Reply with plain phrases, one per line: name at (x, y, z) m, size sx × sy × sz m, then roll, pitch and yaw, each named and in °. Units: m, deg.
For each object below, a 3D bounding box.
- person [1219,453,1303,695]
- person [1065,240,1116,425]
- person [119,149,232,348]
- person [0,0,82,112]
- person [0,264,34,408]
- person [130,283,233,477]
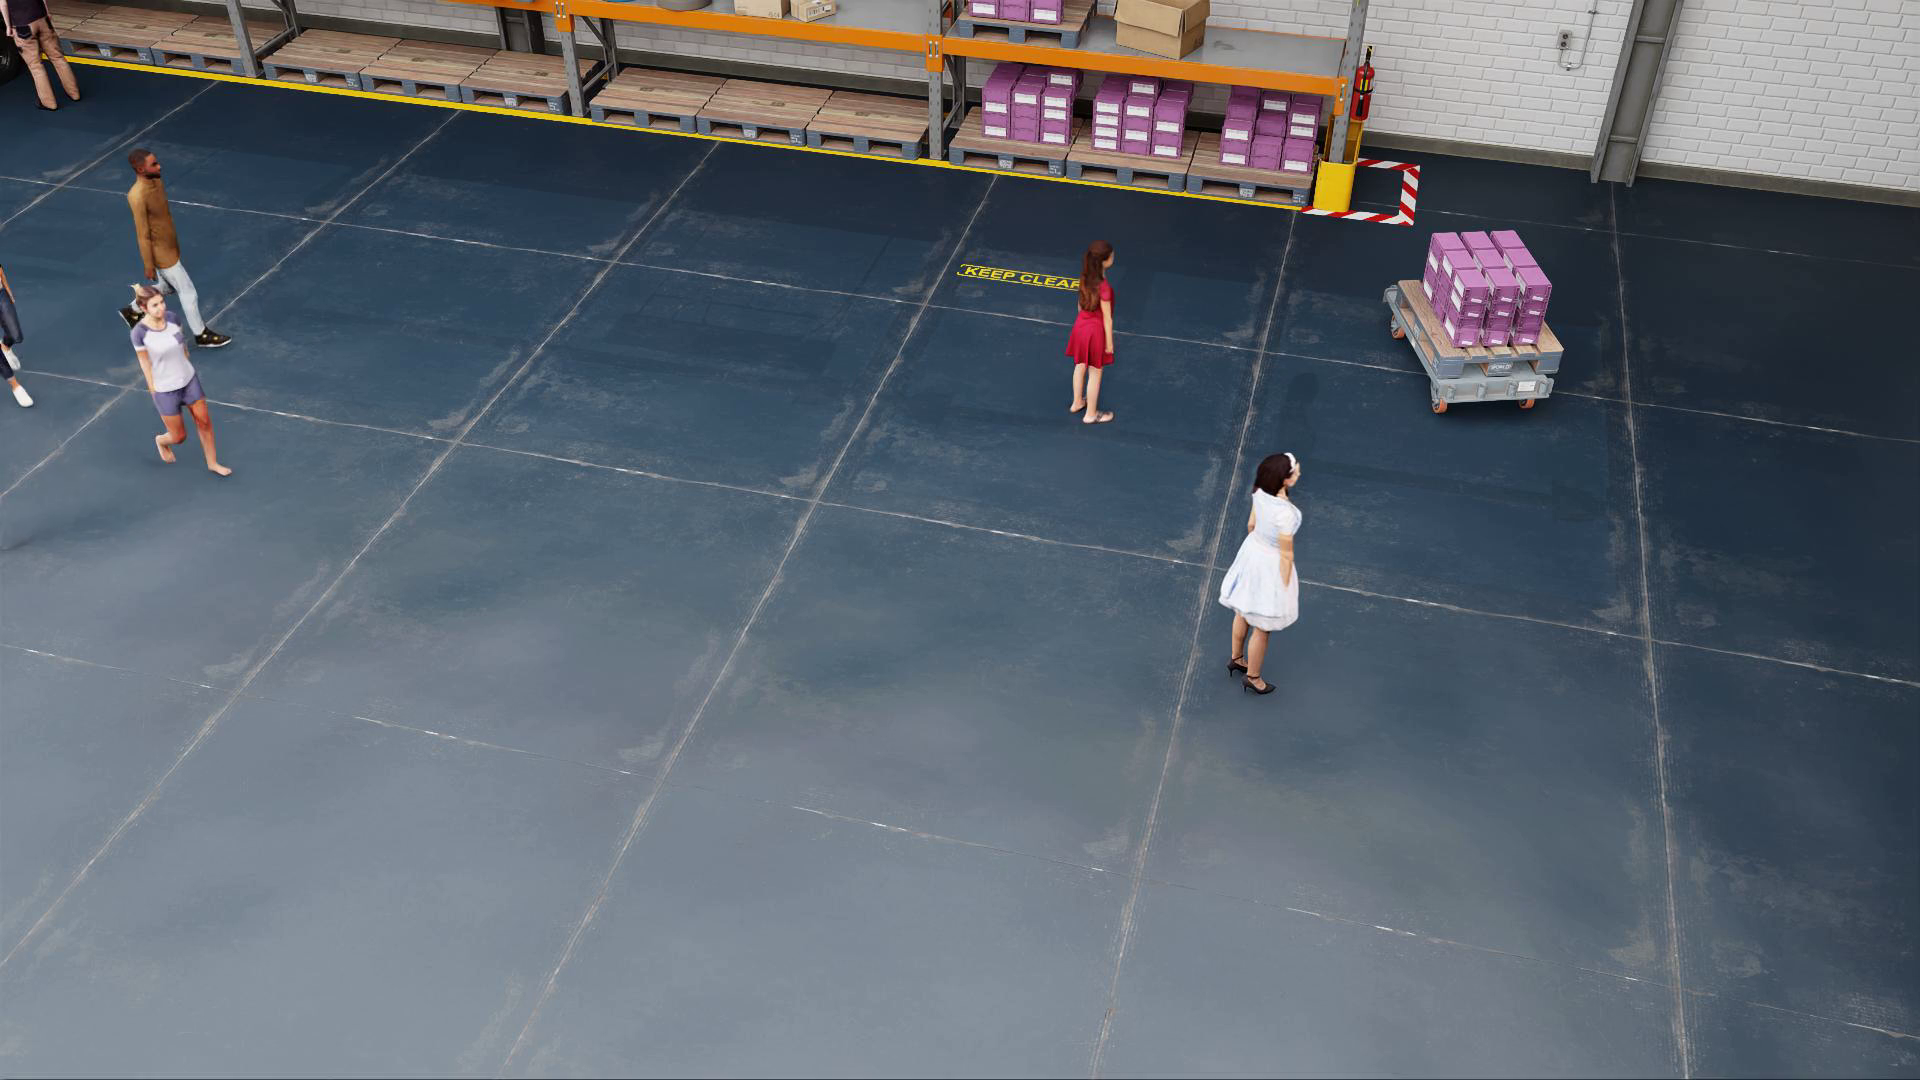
person at (1.924, 0.209, 10.483) m, size 0.899 × 1.816 × 0.851 m, roll -13°, pitch 40°, yaw -16°
person at (1.040, -1.640, 13.009) m, size 0.745 × 1.552 × 0.684 m, roll -21°, pitch 43°, yaw -24°
person at (-6.681, -2.362, 13.727) m, size 1.211 × 1.785 × 0.925 m, roll -2°, pitch 39°, yaw -2°
person at (-9.846, -5.484, 17.591) m, size 0.706 × 1.841 × 0.752 m, roll 22°, pitch 44°, yaw 26°
person at (-7.775, -1.927, 13.175) m, size 0.855 × 1.793 × 0.995 m, roll -31°, pitch 48°, yaw -33°
person at (-5.897, -1.167, 12.373) m, size 0.878 × 1.607 × 0.709 m, roll 21°, pitch 43°, yaw 24°
